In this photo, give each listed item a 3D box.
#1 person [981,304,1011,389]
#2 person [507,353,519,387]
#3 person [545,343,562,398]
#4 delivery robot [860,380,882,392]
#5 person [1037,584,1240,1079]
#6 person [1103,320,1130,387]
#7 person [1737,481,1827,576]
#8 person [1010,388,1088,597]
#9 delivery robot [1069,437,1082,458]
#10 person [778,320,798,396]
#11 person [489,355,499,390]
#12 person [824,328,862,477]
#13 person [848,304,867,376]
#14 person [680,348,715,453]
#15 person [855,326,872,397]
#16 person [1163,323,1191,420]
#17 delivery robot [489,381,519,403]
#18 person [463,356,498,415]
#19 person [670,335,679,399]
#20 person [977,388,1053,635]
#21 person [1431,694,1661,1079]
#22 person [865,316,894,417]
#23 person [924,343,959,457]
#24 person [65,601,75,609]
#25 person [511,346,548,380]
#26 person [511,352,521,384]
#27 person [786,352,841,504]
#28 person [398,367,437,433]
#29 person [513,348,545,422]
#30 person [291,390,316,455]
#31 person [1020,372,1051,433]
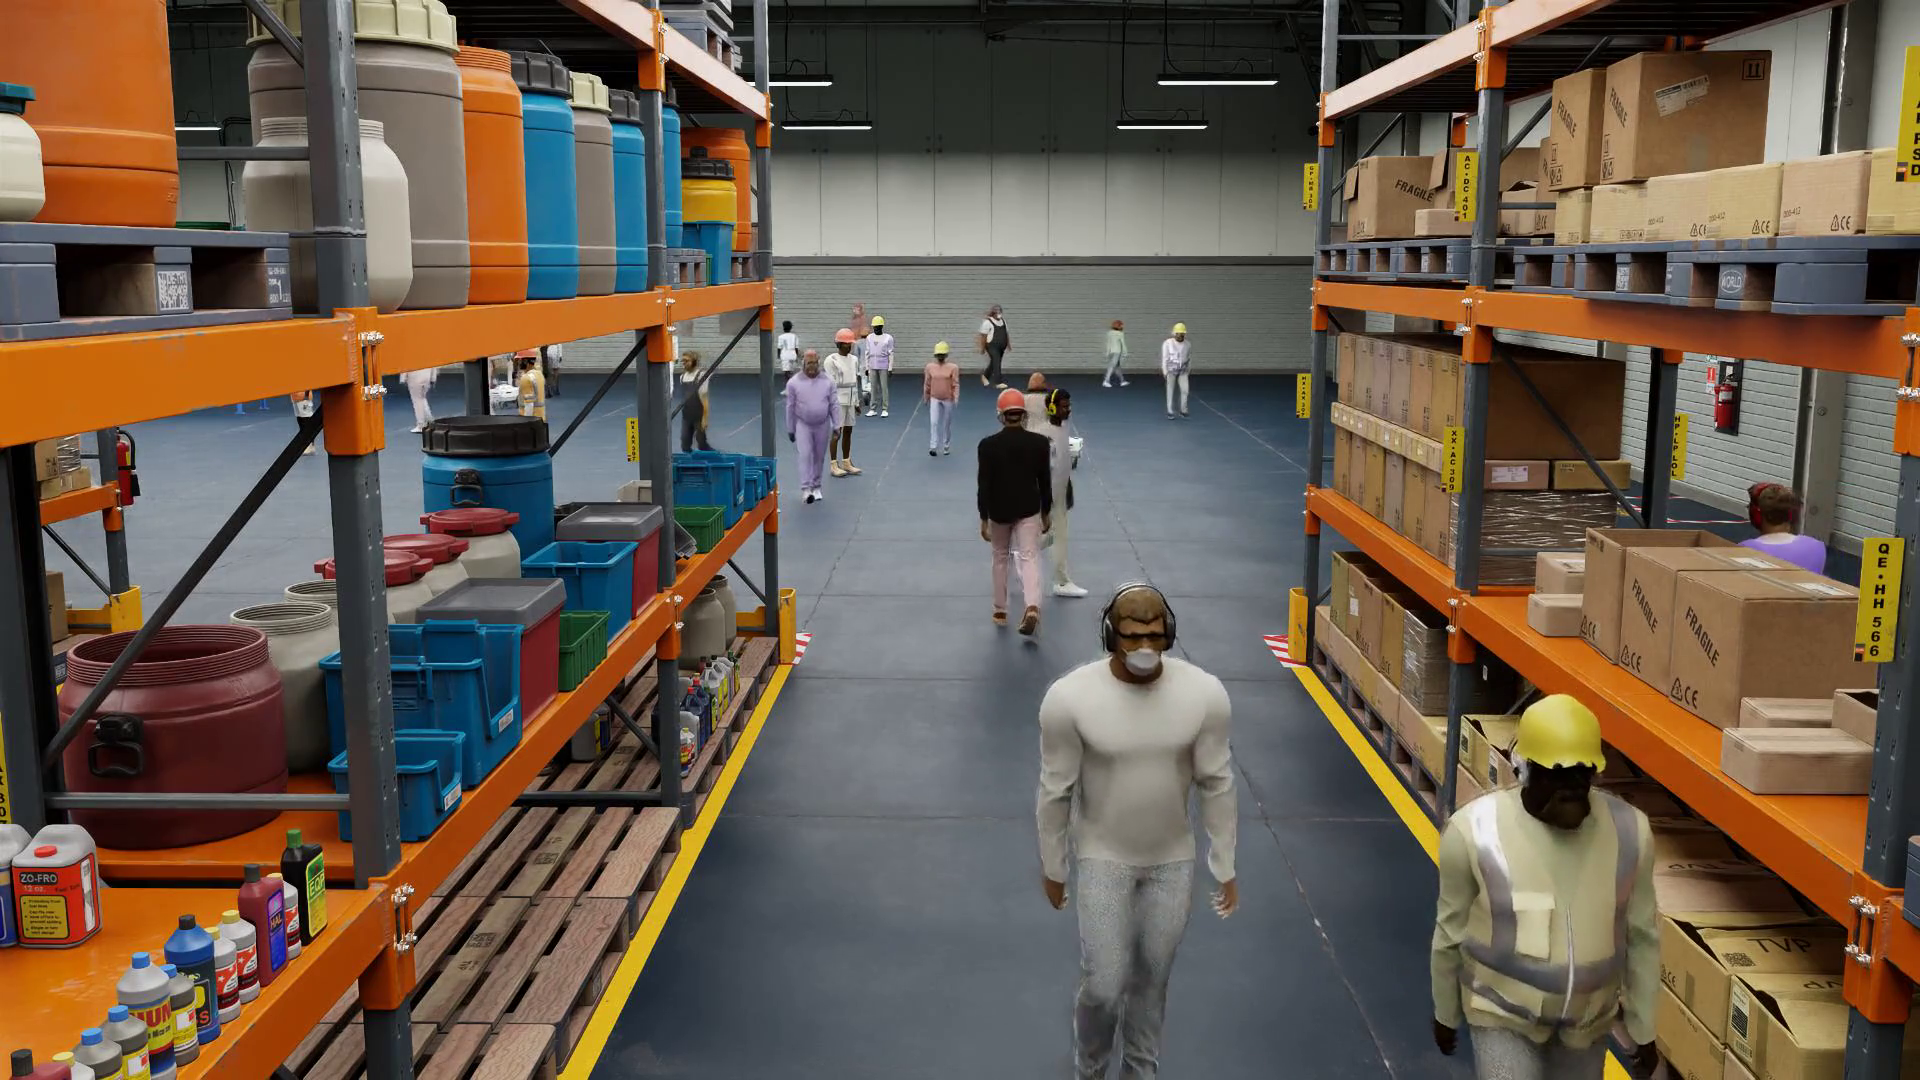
[{"bbox_3d":[0.792,-4.625,39.476,0.984,2.000,0.681,9,13,43],"label":"person"},{"bbox_3d":[-10.234,-4.241,38.249,0.310,1.638,0.523,5,11,30],"label":"person"},{"bbox_3d":[-9.030,-4.103,36.612,0.557,1.911,0.684,-1,10,-7],"label":"person"},{"bbox_3d":[-1.814,-3.185,34.233,0.335,0.223,0.698,4,10,22],"label":"delivery robot"},{"bbox_3d":[0.591,1.085,5.520,0.647,1.923,0.478,-2,10,-12],"label":"person"},{"bbox_3d":[3.735,-4.441,39.604,0.869,1.587,0.520,-6,11,-33],"label":"person"},{"bbox_3d":[4.274,0.603,8.735,0.563,1.820,0.889,0,9,-1],"label":"person"},{"bbox_3d":[0.805,-0.441,14.854,0.717,1.853,0.532,5,11,28],"label":"person"},{"bbox_3d":[1.418,-1.369,24.134,0.707,0.478,0.477,0,10,0],"label":"delivery robot"},{"bbox_3d":[-3.763,-4.033,36.905,0.736,1.678,0.544,9,13,43],"label":"person"},{"bbox_3d":[-10.271,-3.899,35.949,0.537,1.708,0.913,-4,10,-25],"label":"person"},{"bbox_3d":[-1.605,-1.915,23.113,0.372,2.044,0.608,7,12,38],"label":"person"},{"bbox_3d":[-2.683,-5.197,43.291,0.682,1.872,0.614,9,13,42],"label":"person"},{"bbox_3d":[-3.469,-1.636,22.077,0.516,1.828,0.726,6,11,33],"label":"person"},{"bbox_3d":[-1.964,-3.678,34.894,0.505,1.619,0.448,2,10,11],"label":"person"},{"bbox_3d":[4.099,-3.159,31.274,0.614,1.809,0.658,-2,10,-13],"label":"person"},{"bbox_3d":[-9.239,-2.979,33.778,0.477,0.478,0.707,3,10,19],"label":"delivery robot"},{"bbox_3d":[-8.531,-2.871,29.482,0.520,1.828,0.873,6,11,32],"label":"person"},{"bbox_3d":[-6.440,-4.025,36.298,0.582,1.869,0.561,-3,10,-16],"label":"person"},{"bbox_3d":[0.447,-0.229,13.281,0.620,1.967,0.962,-1,10,-6],"label":"person"},{"bbox_3d":[1.622,1.276,4.704,0.593,1.806,0.753,0,9,-1],"label":"person"},{"bbox_3d":[-1.558,-3.323,31.889,0.585,1.928,0.369,4,10,22],"label":"person"},{"bbox_3d":[-0.286,-2.134,25.383,0.541,1.720,0.891,0,9,2],"label":"person"},{"bbox_3d":[-7.715,-0.229,13.219,1.059,1.955,0.709,-6,11,-33],"label":"person"},{"bbox_3d":[-8.112,-3.162,31.243,0.645,1.813,0.756,2,10,14],"label":"person"},{"bbox_3d":[-9.627,-4.115,36.704,0.649,1.904,0.401,-8,13,-41],"label":"person"},{"bbox_3d":[-1.792,-1.381,20.472,0.643,1.857,0.988,-3,10,-15],"label":"person"},{"bbox_3d":[-9.425,-2.799,28.867,0.449,1.890,0.652,5,11,27],"label":"person"},{"bbox_3d":[-5.377,-1.476,20.796,0.359,1.936,0.552,1,9,4],"label":"person"},{"bbox_3d":[-10.163,-2.165,25.631,0.318,1.698,0.539,-9,13,-42],"label":"person"},{"bbox_3d":[0.961,-1.279,20.623,0.498,1.597,0.819,3,10,16],"label":"person"}]
